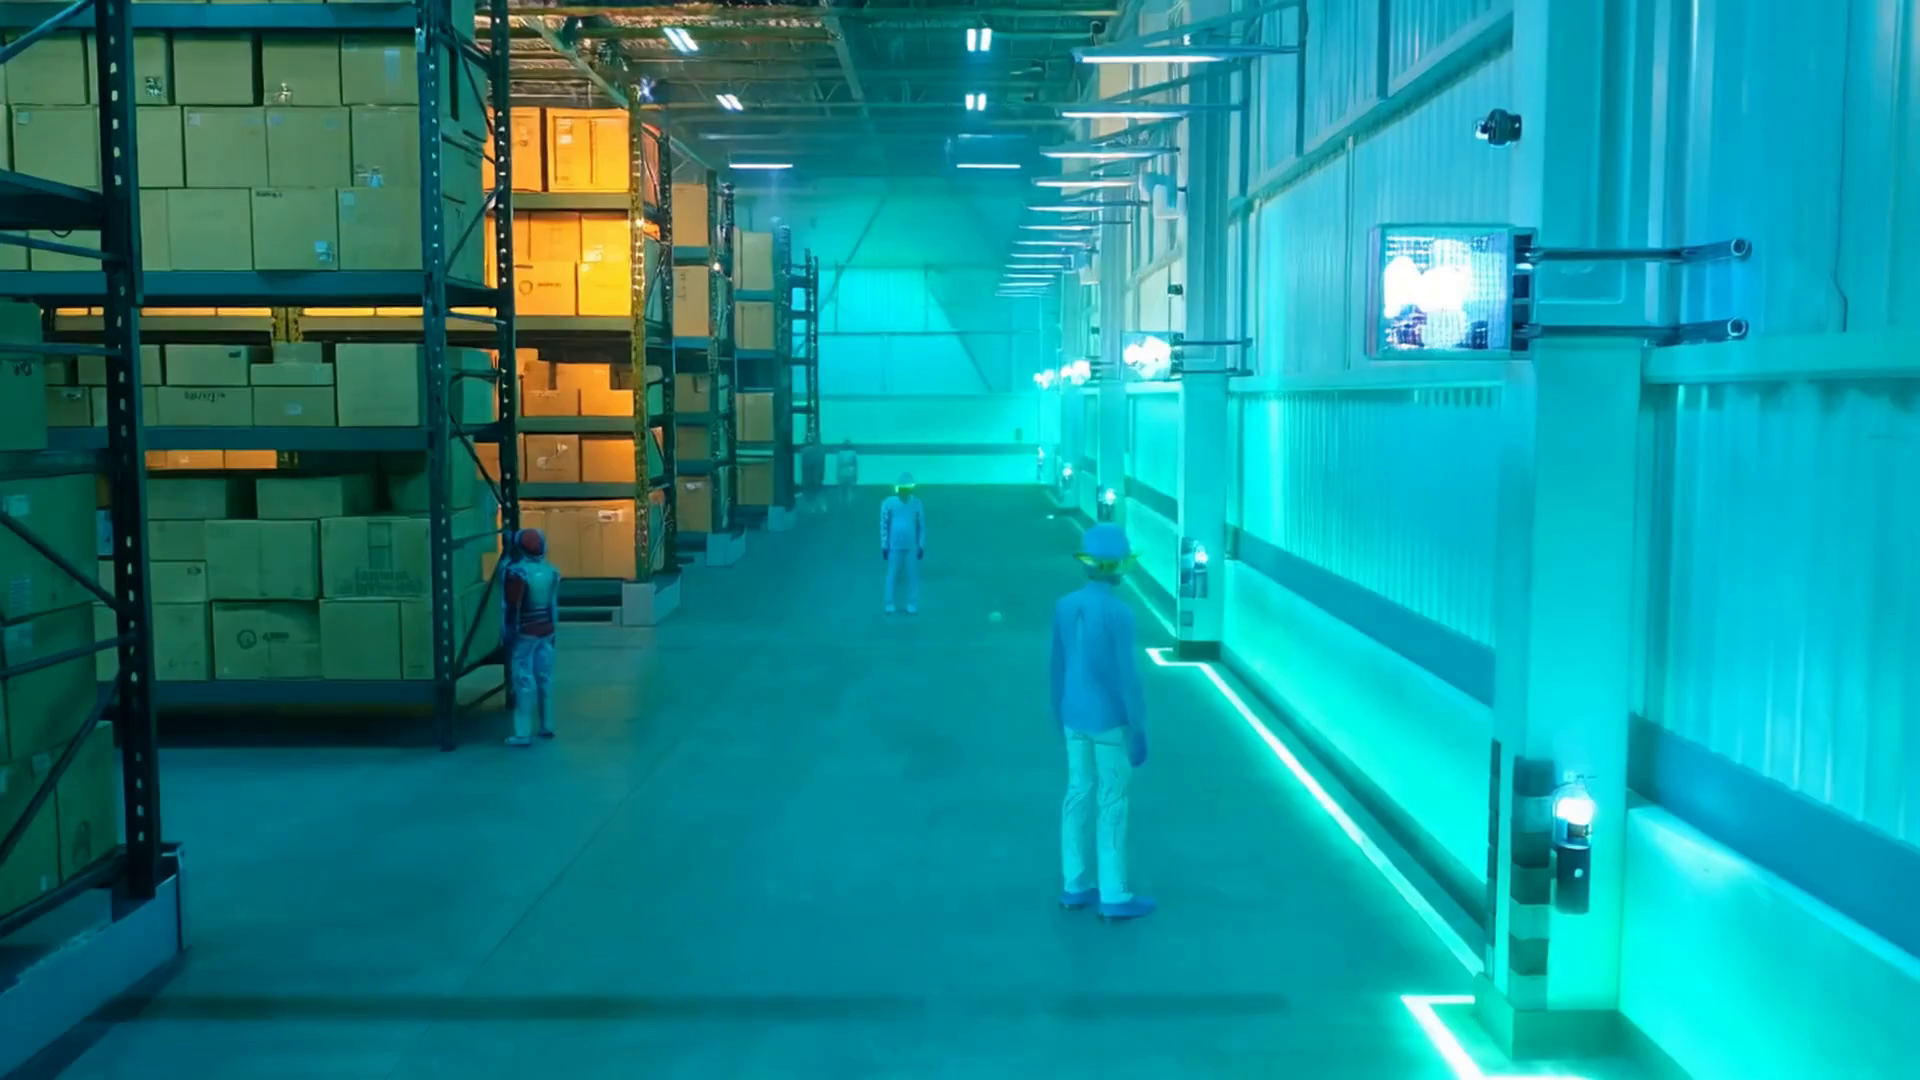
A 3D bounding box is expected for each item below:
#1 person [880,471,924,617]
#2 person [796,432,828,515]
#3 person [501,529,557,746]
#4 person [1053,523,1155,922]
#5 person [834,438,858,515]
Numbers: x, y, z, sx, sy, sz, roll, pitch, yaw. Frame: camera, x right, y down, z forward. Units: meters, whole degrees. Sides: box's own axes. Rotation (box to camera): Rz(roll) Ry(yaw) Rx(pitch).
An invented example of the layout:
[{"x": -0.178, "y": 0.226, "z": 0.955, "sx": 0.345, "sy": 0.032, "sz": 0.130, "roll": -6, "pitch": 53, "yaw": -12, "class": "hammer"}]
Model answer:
[{"x": -0.677, "y": 0.051, "z": 19.870, "sx": 0.567, "sy": 1.743, "sz": 0.350, "roll": -2, "pitch": 5, "yaw": -26, "class": "person"}, {"x": -3.302, "y": -1.495, "z": 37.259, "sx": 0.655, "sy": 1.858, "sz": 0.977, "roll": 2, "pitch": 5, "yaw": 22, "class": "person"}, {"x": -3.242, "y": 0.732, "z": 12.582, "sx": 0.315, "sy": 1.630, "sz": 0.528, "roll": 3, "pitch": 6, "yaw": 29, "class": "person"}, {"x": 0.718, "y": 0.911, "z": 8.400, "sx": 0.376, "sy": 1.995, "sz": 0.612, "roll": -4, "pitch": 6, "yaw": -37, "class": "person"}, {"x": -2.533, "y": -1.429, "z": 37.223, "sx": 0.521, "sy": 1.714, "sz": 0.600, "roll": 1, "pitch": 5, "yaw": 6, "class": "person"}]
